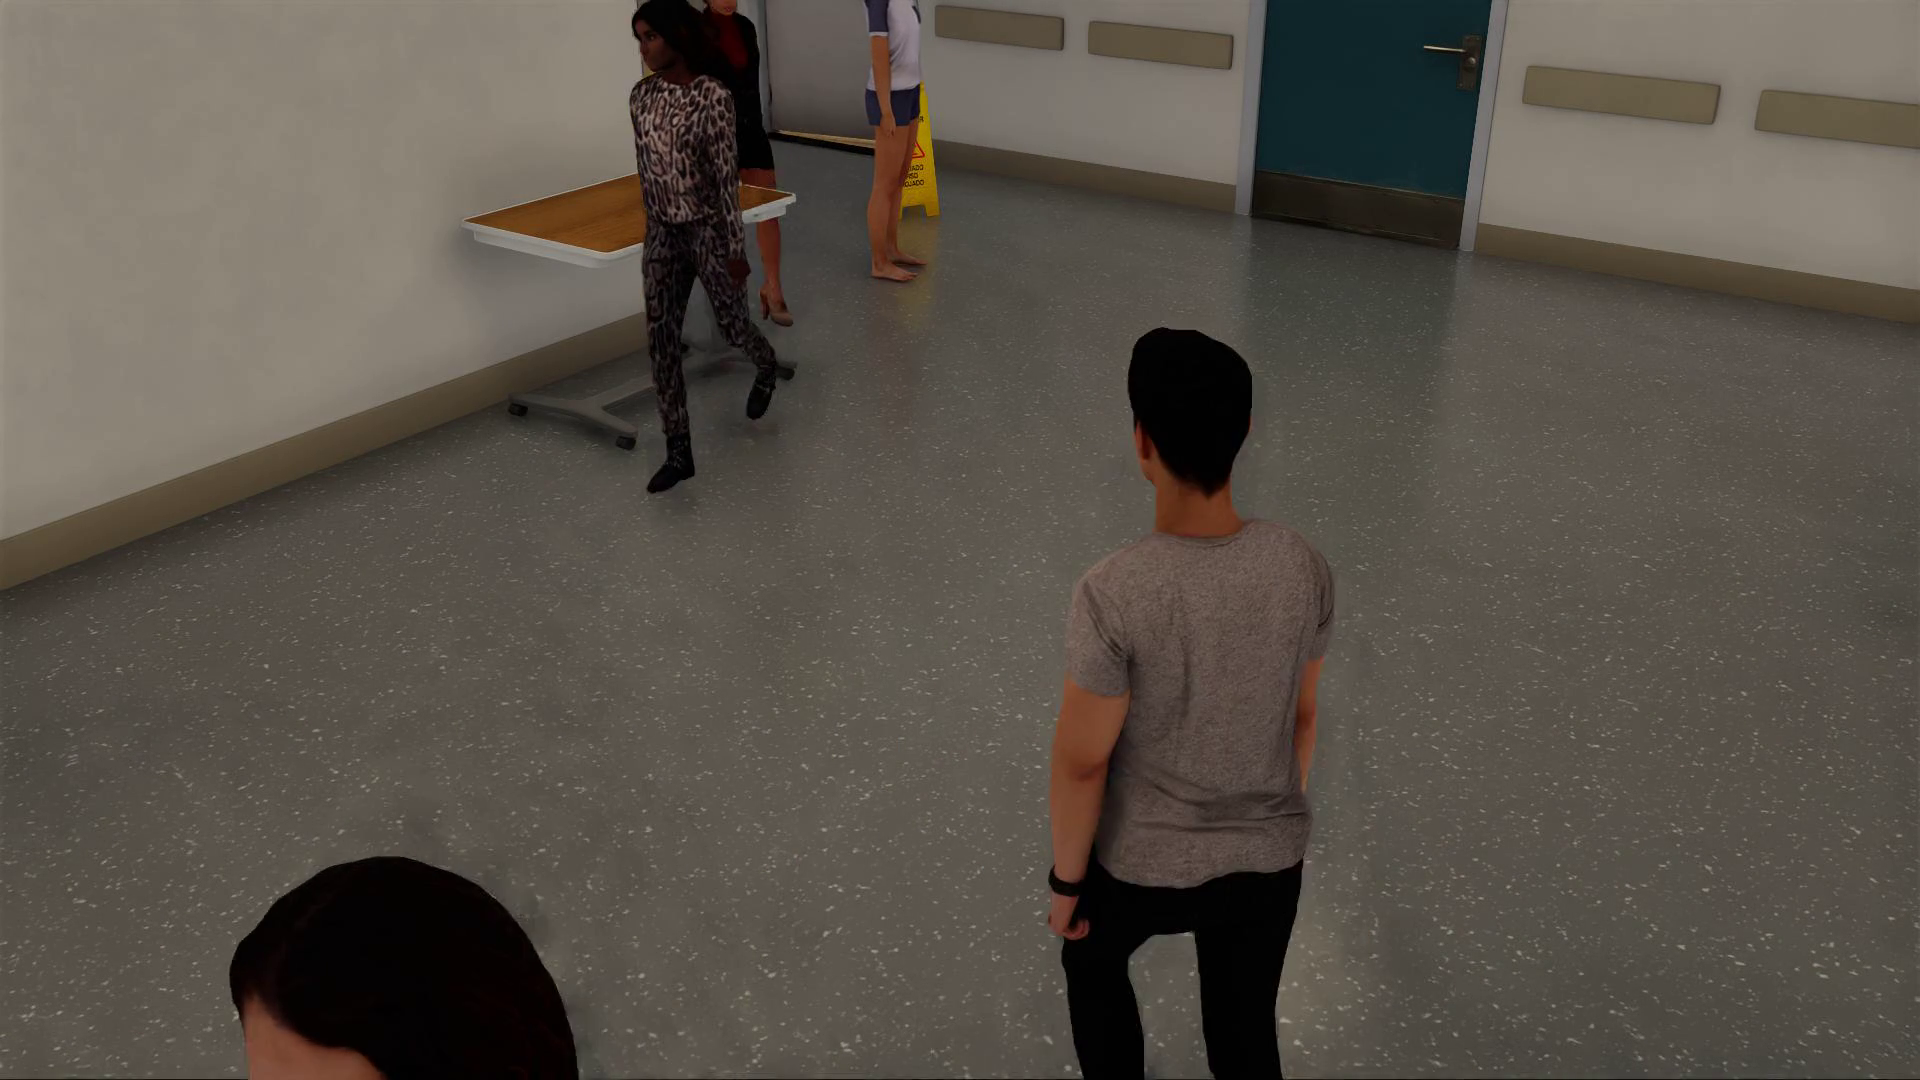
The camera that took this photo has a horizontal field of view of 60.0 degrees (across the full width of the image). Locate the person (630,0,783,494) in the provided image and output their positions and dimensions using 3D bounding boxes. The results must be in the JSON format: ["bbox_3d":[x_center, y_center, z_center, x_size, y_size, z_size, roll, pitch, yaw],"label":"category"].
[{"bbox_3d":[-0.907,-1.072,6.020,1.165,1.672,0.846,10,27,19],"label":"person"}]

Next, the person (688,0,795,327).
[{"bbox_3d":[-1.101,-1.784,7.551,0.720,1.624,0.833,-17,30,-31],"label":"person"}]

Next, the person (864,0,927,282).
[{"bbox_3d":[-0.328,-2.177,8.241,0.617,1.733,0.649,6,26,12],"label":"person"}]

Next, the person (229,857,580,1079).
[{"bbox_3d":[-0.437,1.005,1.617,0.721,1.755,0.784,0,26,1],"label":"person"}]

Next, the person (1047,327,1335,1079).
[{"bbox_3d":[0.386,0.538,2.656,0.809,1.694,0.865,-3,26,-7],"label":"person"}]
